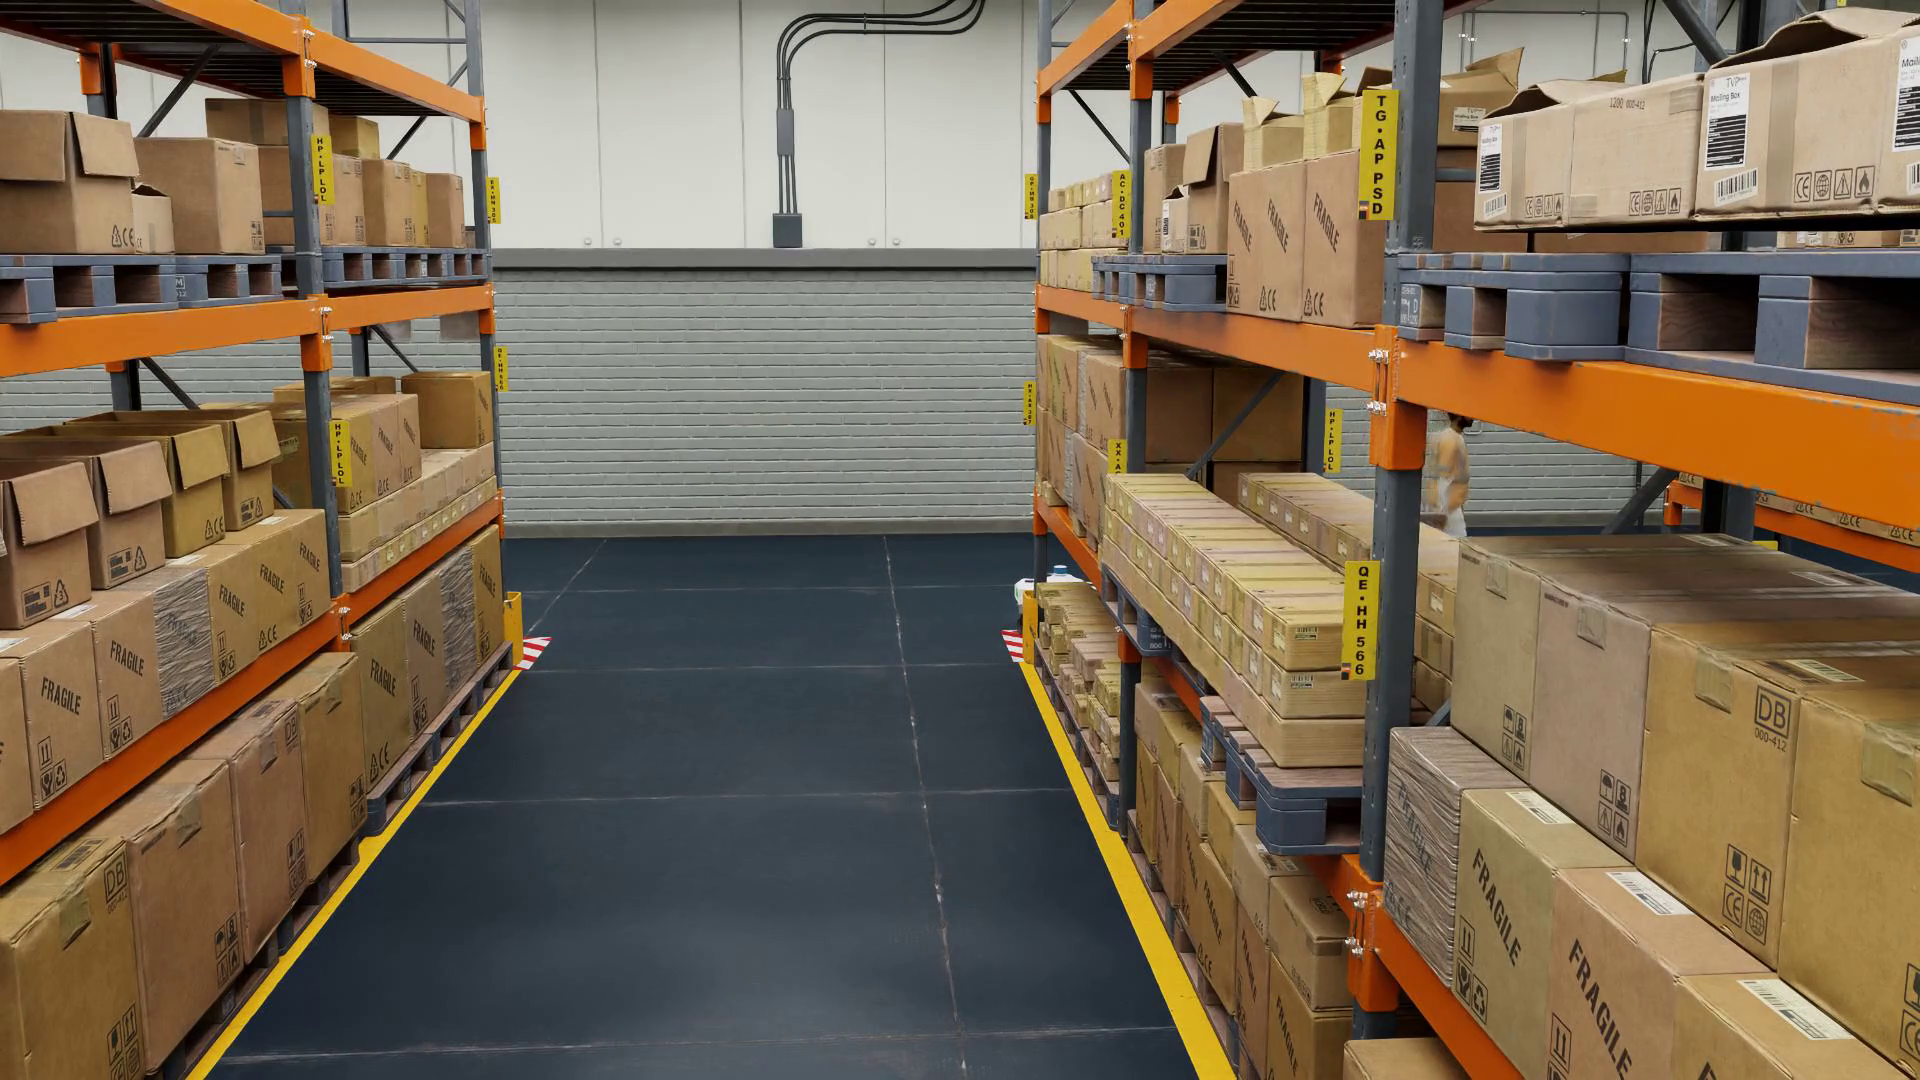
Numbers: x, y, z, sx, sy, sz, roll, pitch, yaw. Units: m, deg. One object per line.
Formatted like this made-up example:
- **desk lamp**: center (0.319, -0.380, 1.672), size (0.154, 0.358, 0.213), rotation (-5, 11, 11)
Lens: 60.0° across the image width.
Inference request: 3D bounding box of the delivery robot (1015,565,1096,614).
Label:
- **delivery robot**: center (0.805, 0.448, 13.396), size (0.707, 0.478, 0.477), rotation (3, 10, 16)

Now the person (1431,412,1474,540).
- **person**: center (4.159, -0.344, 14.338), size (0.645, 1.918, 0.556), rotation (3, 10, 17)
